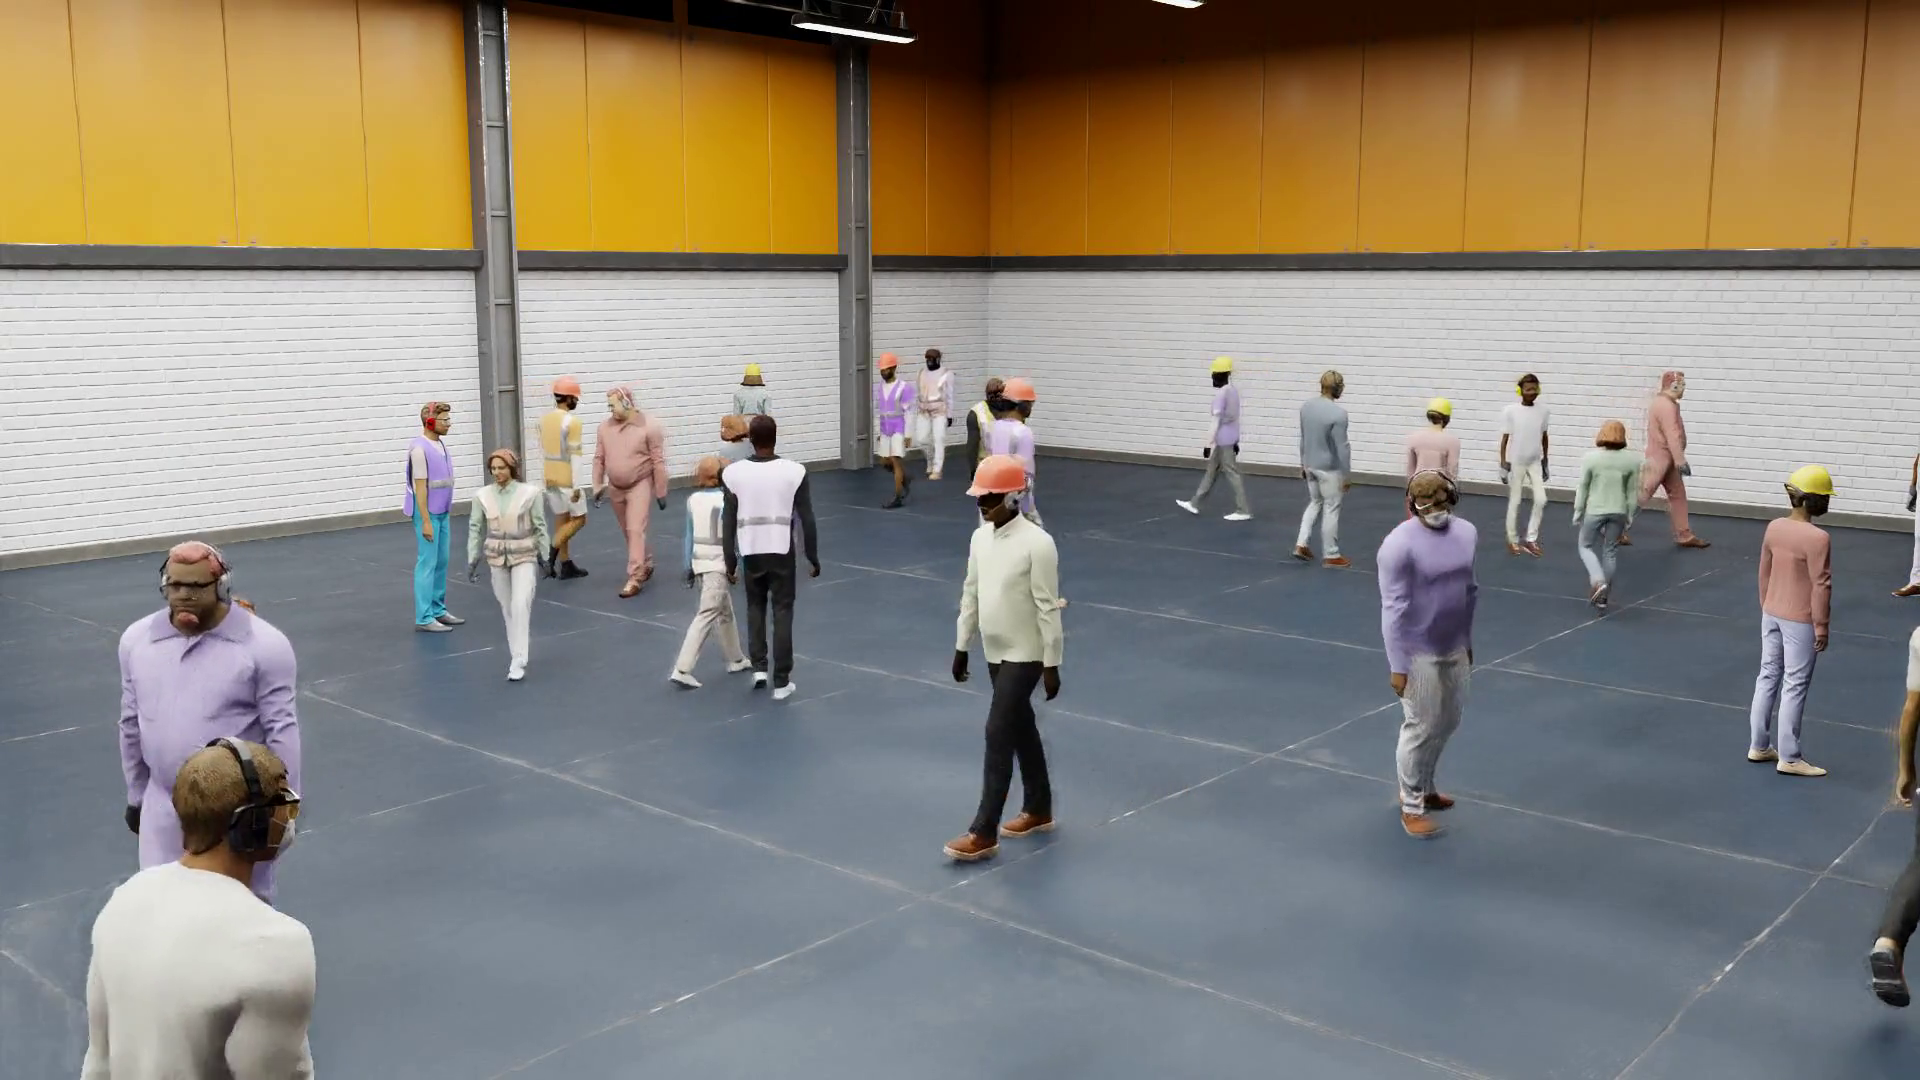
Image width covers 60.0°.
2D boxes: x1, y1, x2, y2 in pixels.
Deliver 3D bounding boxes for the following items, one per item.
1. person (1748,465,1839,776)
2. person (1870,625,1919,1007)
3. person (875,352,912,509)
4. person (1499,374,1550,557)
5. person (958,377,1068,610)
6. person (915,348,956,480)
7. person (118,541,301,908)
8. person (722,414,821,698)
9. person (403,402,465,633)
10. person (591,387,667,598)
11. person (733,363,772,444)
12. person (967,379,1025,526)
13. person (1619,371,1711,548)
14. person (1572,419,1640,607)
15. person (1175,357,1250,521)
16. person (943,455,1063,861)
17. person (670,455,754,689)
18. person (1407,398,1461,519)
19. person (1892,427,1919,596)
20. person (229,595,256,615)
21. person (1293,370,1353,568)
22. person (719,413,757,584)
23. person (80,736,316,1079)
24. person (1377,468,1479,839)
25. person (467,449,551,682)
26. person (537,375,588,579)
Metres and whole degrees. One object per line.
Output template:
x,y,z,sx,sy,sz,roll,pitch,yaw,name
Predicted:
4.775,0.452,9.484,0.326,1.765,0.533,-1,9,-9,person
3.807,0.927,6.330,0.725,1.825,0.514,-7,11,-35,person
-0.776,-1.351,20.346,0.575,1.912,0.630,6,11,35,person
5.711,-0.743,16.722,0.572,1.846,0.623,-1,9,-4,person
0.423,-0.356,13.851,1.025,1.999,0.621,-6,11,-31,person
-0.356,-1.754,23.146,0.630,1.831,0.444,4,10,26,person
-2.737,0.947,5.997,0.682,1.877,0.764,0,9,-2,person
-1.273,0.106,11.243,0.633,1.893,0.523,1,9,5,person
-4.224,-0.186,13.280,0.383,1.836,0.568,0,9,3,person
-2.954,-0.468,15.019,0.640,1.850,0.965,3,10,21,person
-2.594,-1.342,20.853,0.480,1.734,0.330,0,9,0,person
0.381,-0.741,16.874,0.648,1.795,0.857,-2,9,-12,person
7.291,-0.840,17.344,1.016,1.857,0.645,4,10,25,person
5.479,-0.214,14.093,0.524,1.620,0.464,1,9,4,person
2.955,-1.165,19.263,0.954,1.876,0.612,4,10,23,person
0.153,0.563,8.168,0.895,1.954,0.660,-6,11,-33,person
-1.726,0.212,11.543,0.861,1.597,0.524,-8,12,-43,person
4.313,-0.443,15.240,0.535,1.725,0.899,7,11,37,person
8.472,-0.391,14.471,0.324,1.865,0.526,-3,10,-20,person
-2.867,1.005,6.522,0.521,1.609,0.435,7,11,36,person
3.561,-0.684,16.104,0.465,1.928,0.673,-5,10,-27,person
-1.959,-0.348,15.041,0.801,1.601,0.505,5,10,28,person
-1.635,1.370,3.355,0.642,1.904,0.891,7,11,36,person
2.359,0.552,8.476,0.774,1.897,0.501,-6,11,-34,person
-3.185,0.180,11.652,0.542,1.604,0.756,1,9,5,person
-3.696,-0.560,15.356,0.552,1.918,0.565,6,11,34,person
